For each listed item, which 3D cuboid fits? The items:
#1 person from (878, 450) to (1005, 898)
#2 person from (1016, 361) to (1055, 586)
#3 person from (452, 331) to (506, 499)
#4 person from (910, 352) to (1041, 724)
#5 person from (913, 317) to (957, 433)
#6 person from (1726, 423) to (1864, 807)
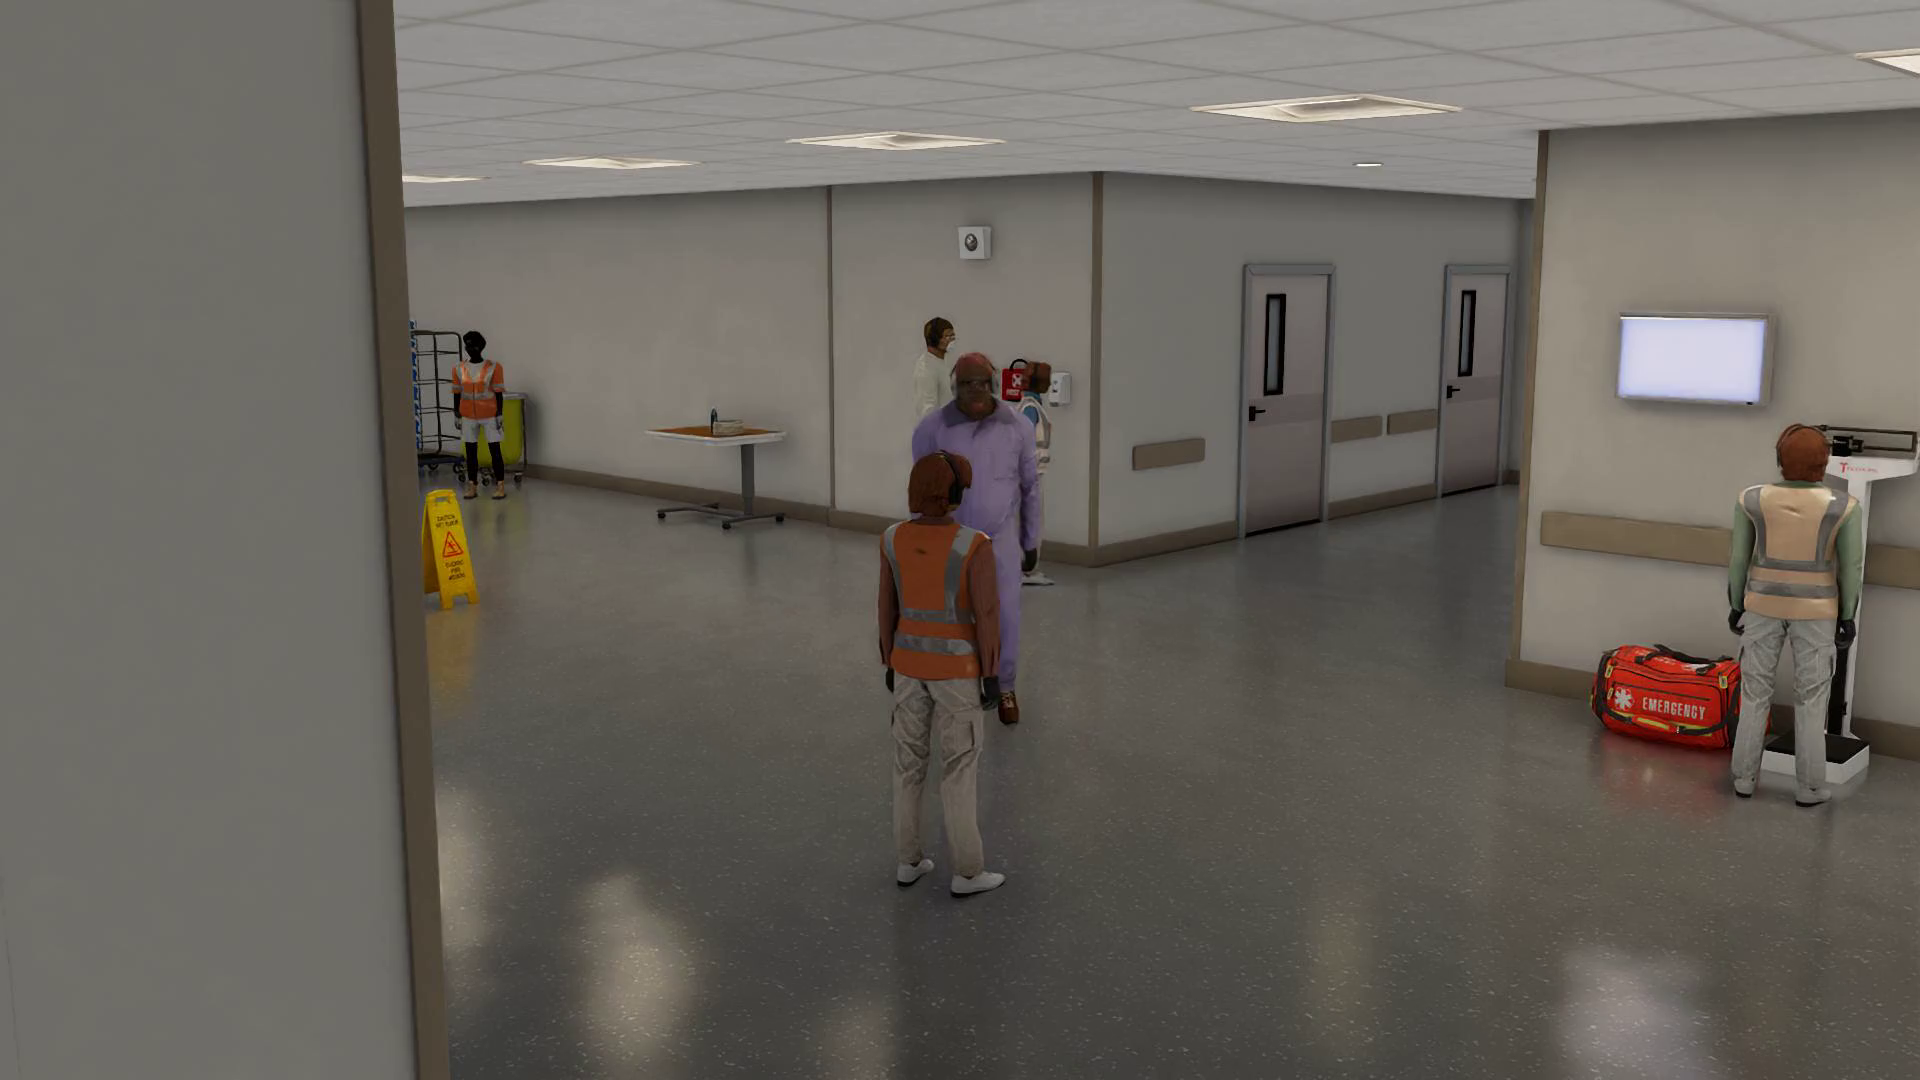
[{"bbox_3d":[-0.077,0.491,6.120,0.514,1.642,0.314,6,11,34],"label":"person"},{"bbox_3d":[0.523,-0.489,12.179,0.325,1.628,0.523,0,9,-1],"label":"person"},{"bbox_3d":[-4.796,-1.239,16.595,0.536,1.690,0.323,0,9,2],"label":"person"},{"bbox_3d":[0.078,0.009,8.313,0.659,1.885,0.454,0,9,0],"label":"person"},{"bbox_3d":[-0.172,-0.724,12.662,0.372,1.940,0.631,1,9,6],"label":"person"},{"bbox_3d":[3.568,0.323,7.141,0.523,1.645,0.306,7,11,35],"label":"person"}]
